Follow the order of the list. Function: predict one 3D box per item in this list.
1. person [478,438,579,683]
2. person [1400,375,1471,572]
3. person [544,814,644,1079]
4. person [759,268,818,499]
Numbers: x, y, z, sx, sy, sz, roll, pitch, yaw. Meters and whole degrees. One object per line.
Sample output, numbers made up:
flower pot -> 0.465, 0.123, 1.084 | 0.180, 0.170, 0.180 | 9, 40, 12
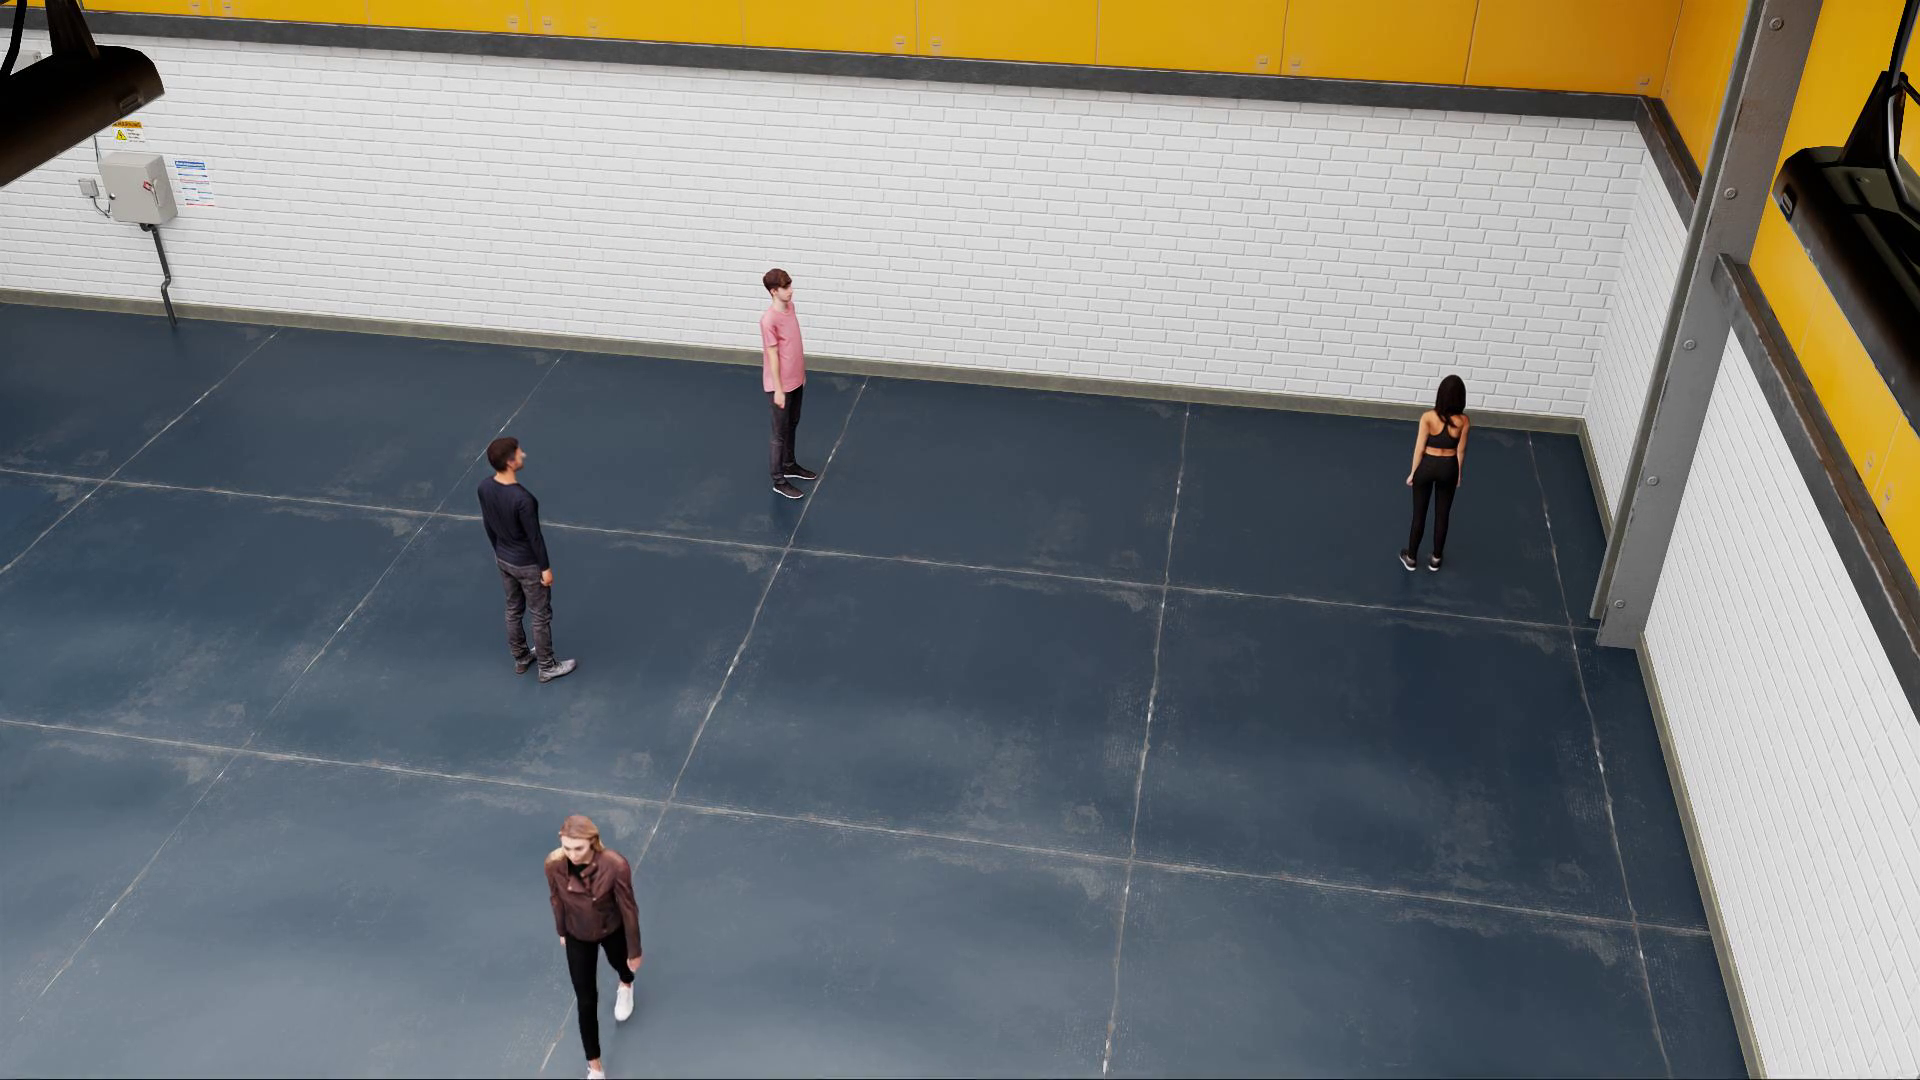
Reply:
person -> -3.019, 0.140, 11.423 | 0.711, 1.866, 0.671 | 19, 38, 26
person -> 3.604, -0.500, 12.588 | 0.554, 1.643, 0.497 | 4, 34, 6
person -> -1.879, 2.032, 8.770 | 0.757, 1.654, 1.131 | 0, 34, 0
person -> -1.433, -1.294, 13.499 | 0.719, 1.958, 0.520 | 10, 35, 15
